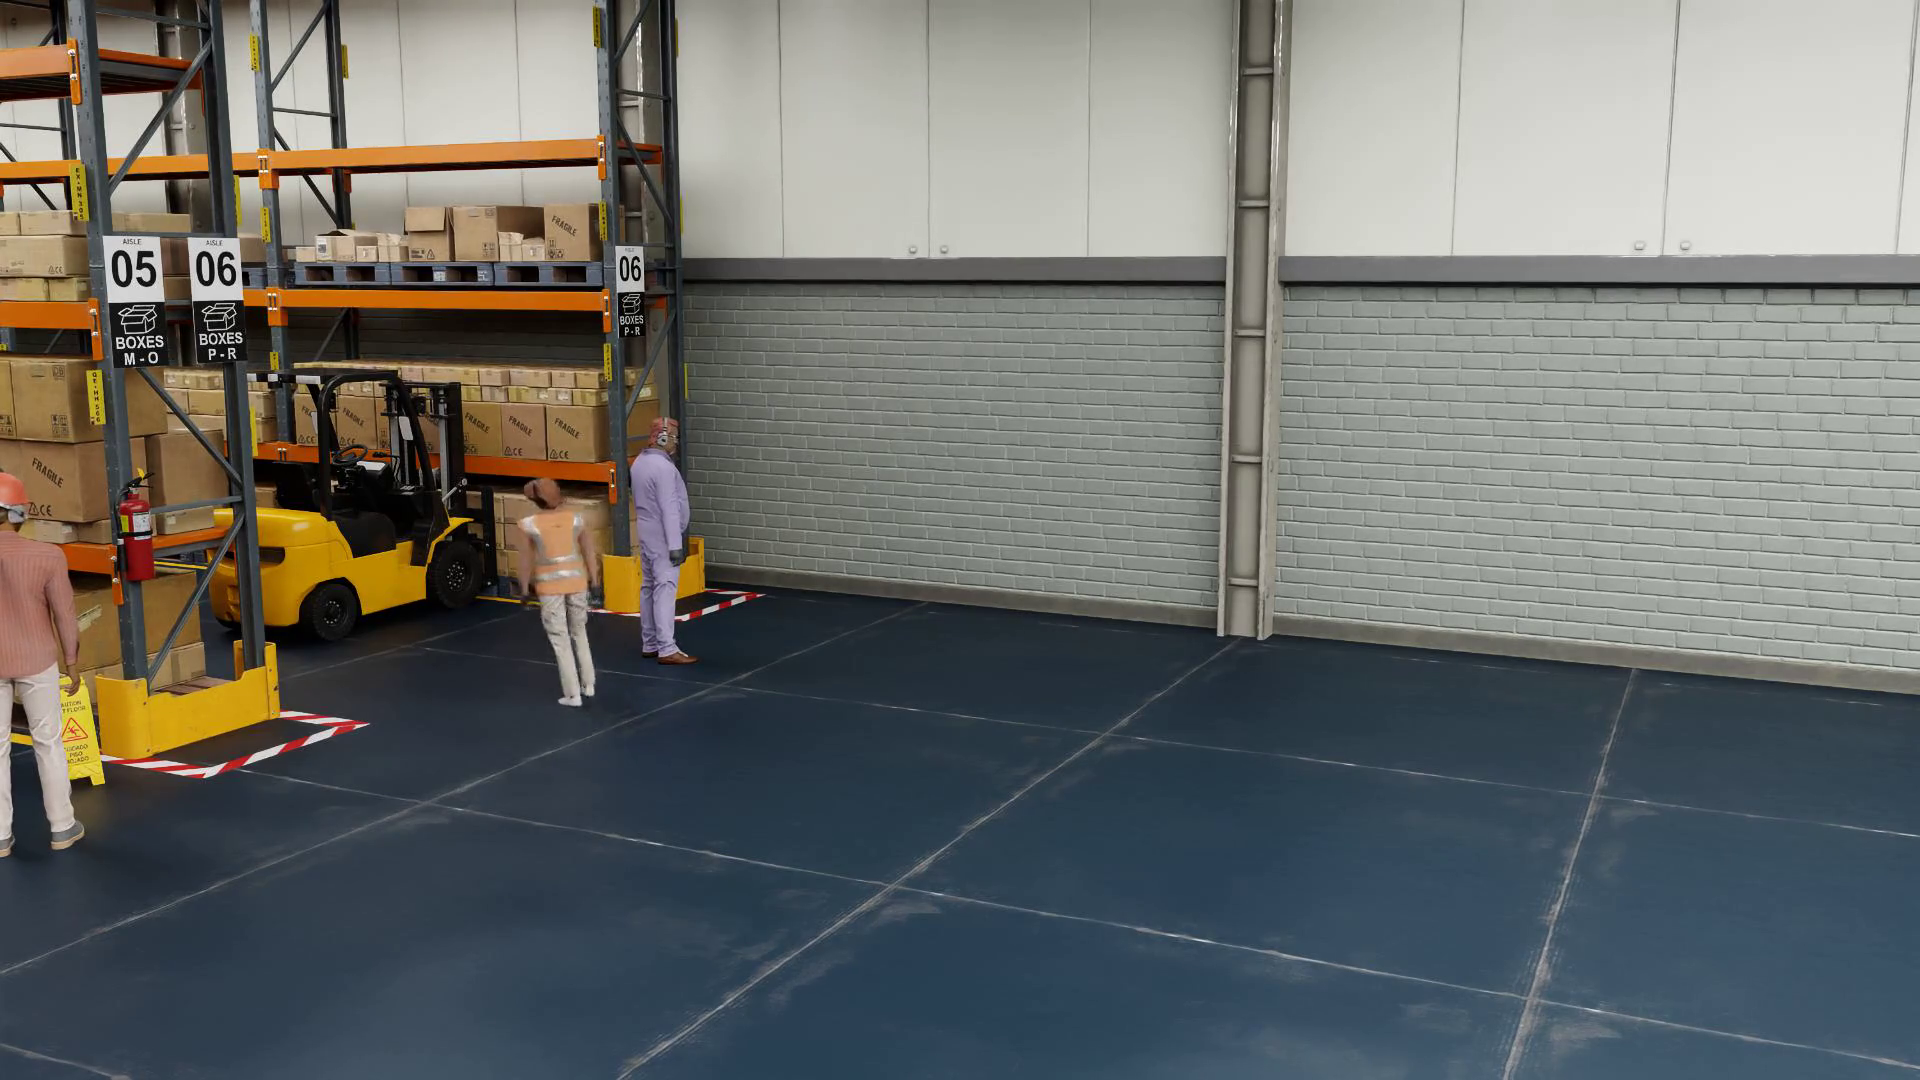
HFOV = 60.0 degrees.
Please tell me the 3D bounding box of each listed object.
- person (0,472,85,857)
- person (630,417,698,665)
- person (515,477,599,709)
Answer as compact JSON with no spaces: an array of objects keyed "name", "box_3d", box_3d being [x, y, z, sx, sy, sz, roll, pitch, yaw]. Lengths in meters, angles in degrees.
[{"name":"person","box_3d":[-4.904,0.643,8.626,0.622,1.990,0.388,-4,10,-22]},{"name":"person","box_3d":[-2.279,0.005,12.827,0.404,1.902,0.636,-6,11,-31]},{"name":"person","box_3d":[-2.779,0.363,11.517,0.541,1.608,0.445,-6,11,-32]}]
